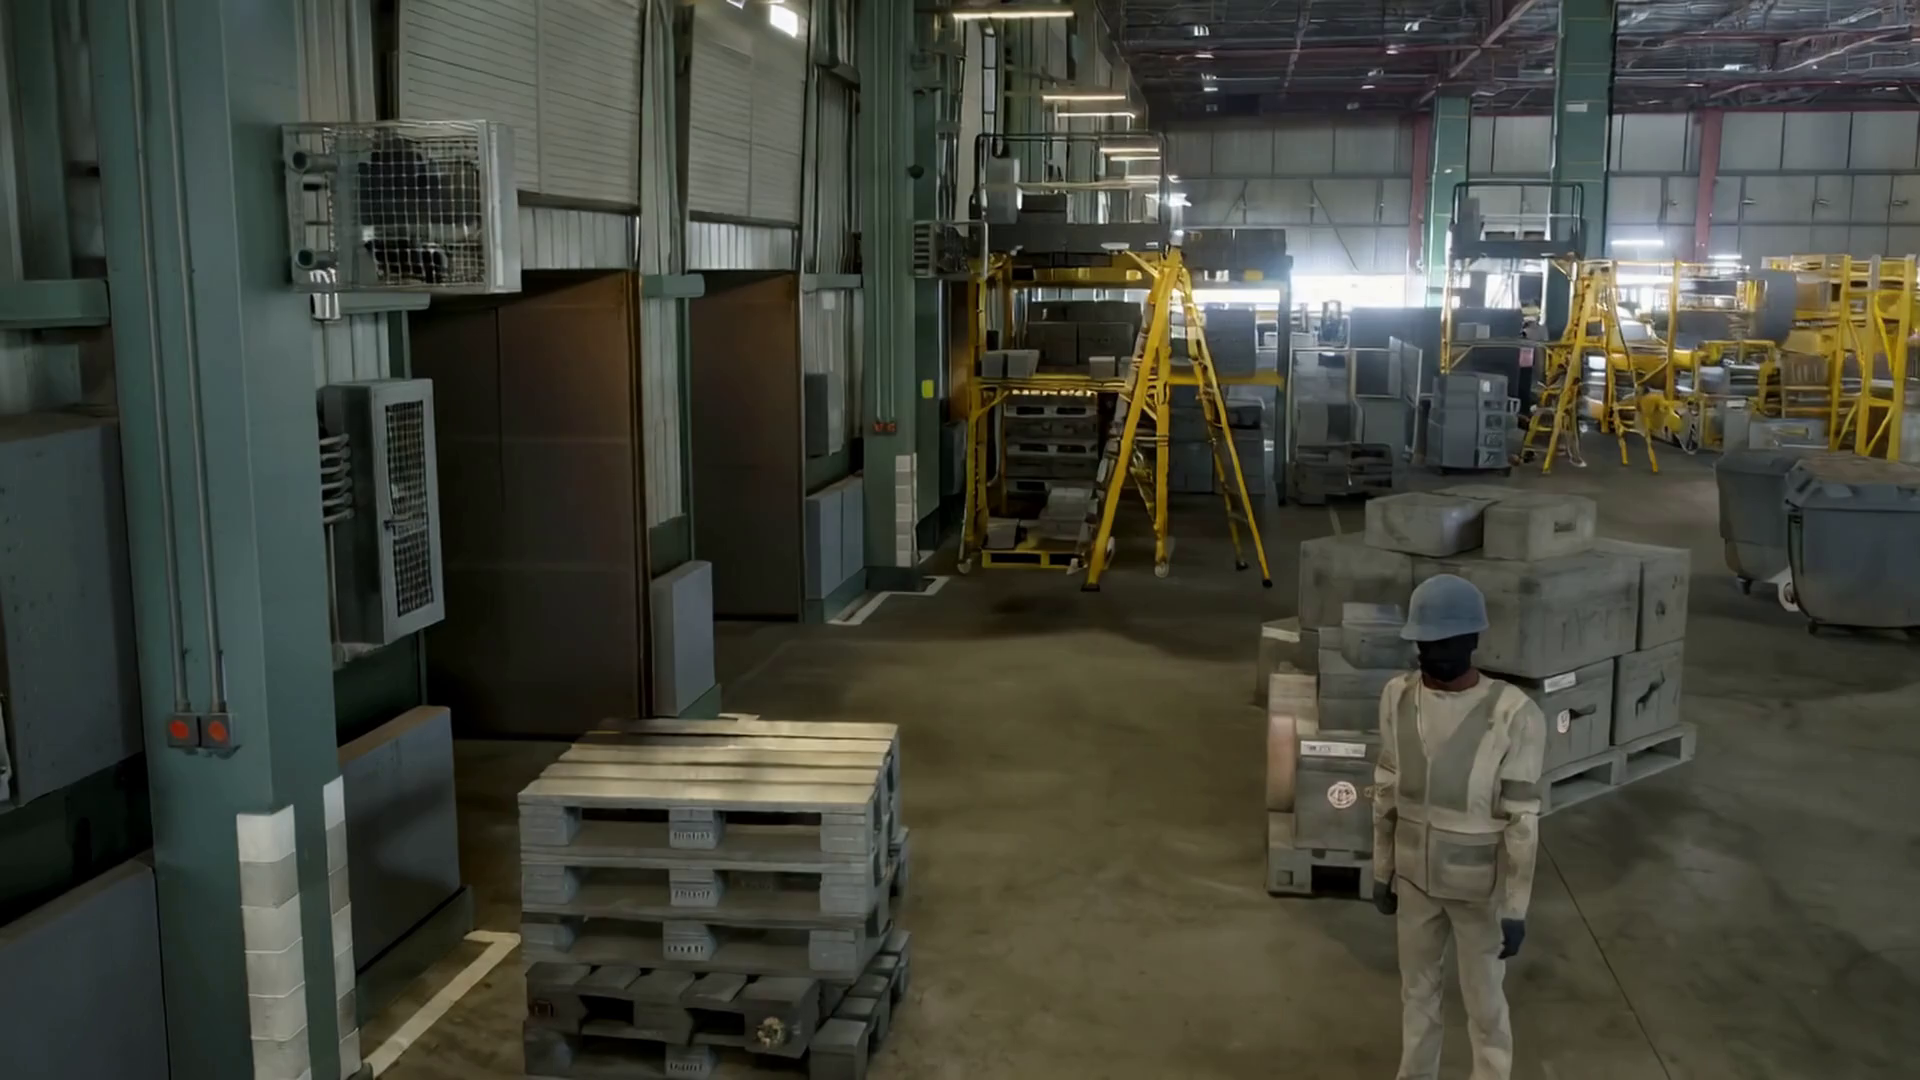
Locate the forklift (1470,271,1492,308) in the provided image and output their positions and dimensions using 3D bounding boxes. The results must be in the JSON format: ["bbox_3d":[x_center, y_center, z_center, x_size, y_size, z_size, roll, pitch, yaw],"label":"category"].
[{"bbox_3d":[12.957,-5.334,41.665,1.873,2.768,1.129,1,9,9],"label":"forklift"}]

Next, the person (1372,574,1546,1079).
[{"bbox_3d":[1.533,1.053,5.243,0.393,1.921,0.587,-8,12,-39],"label":"person"}]

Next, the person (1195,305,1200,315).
[{"bbox_3d":[6.245,-5.302,44.411,0.390,1.927,0.546,8,12,40],"label":"person"}]

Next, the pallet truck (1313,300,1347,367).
[{"bbox_3d":[11.159,-6.200,49.718,0.823,1.965,1.885,4,10,26],"label":"pallet truck"}]

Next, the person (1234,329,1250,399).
[{"bbox_3d":[5.929,-3.584,34.719,0.520,1.632,0.311,9,13,44],"label":"person"}]

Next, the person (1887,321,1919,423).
[{"bbox_3d":[17.668,-3.129,31.079,0.634,1.895,0.953,2,9,14],"label":"person"}]

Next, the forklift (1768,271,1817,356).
[{"bbox_3d":[23.668,-6.372,48.063,1.873,2.768,1.129,0,9,3],"label":"forklift"}]
